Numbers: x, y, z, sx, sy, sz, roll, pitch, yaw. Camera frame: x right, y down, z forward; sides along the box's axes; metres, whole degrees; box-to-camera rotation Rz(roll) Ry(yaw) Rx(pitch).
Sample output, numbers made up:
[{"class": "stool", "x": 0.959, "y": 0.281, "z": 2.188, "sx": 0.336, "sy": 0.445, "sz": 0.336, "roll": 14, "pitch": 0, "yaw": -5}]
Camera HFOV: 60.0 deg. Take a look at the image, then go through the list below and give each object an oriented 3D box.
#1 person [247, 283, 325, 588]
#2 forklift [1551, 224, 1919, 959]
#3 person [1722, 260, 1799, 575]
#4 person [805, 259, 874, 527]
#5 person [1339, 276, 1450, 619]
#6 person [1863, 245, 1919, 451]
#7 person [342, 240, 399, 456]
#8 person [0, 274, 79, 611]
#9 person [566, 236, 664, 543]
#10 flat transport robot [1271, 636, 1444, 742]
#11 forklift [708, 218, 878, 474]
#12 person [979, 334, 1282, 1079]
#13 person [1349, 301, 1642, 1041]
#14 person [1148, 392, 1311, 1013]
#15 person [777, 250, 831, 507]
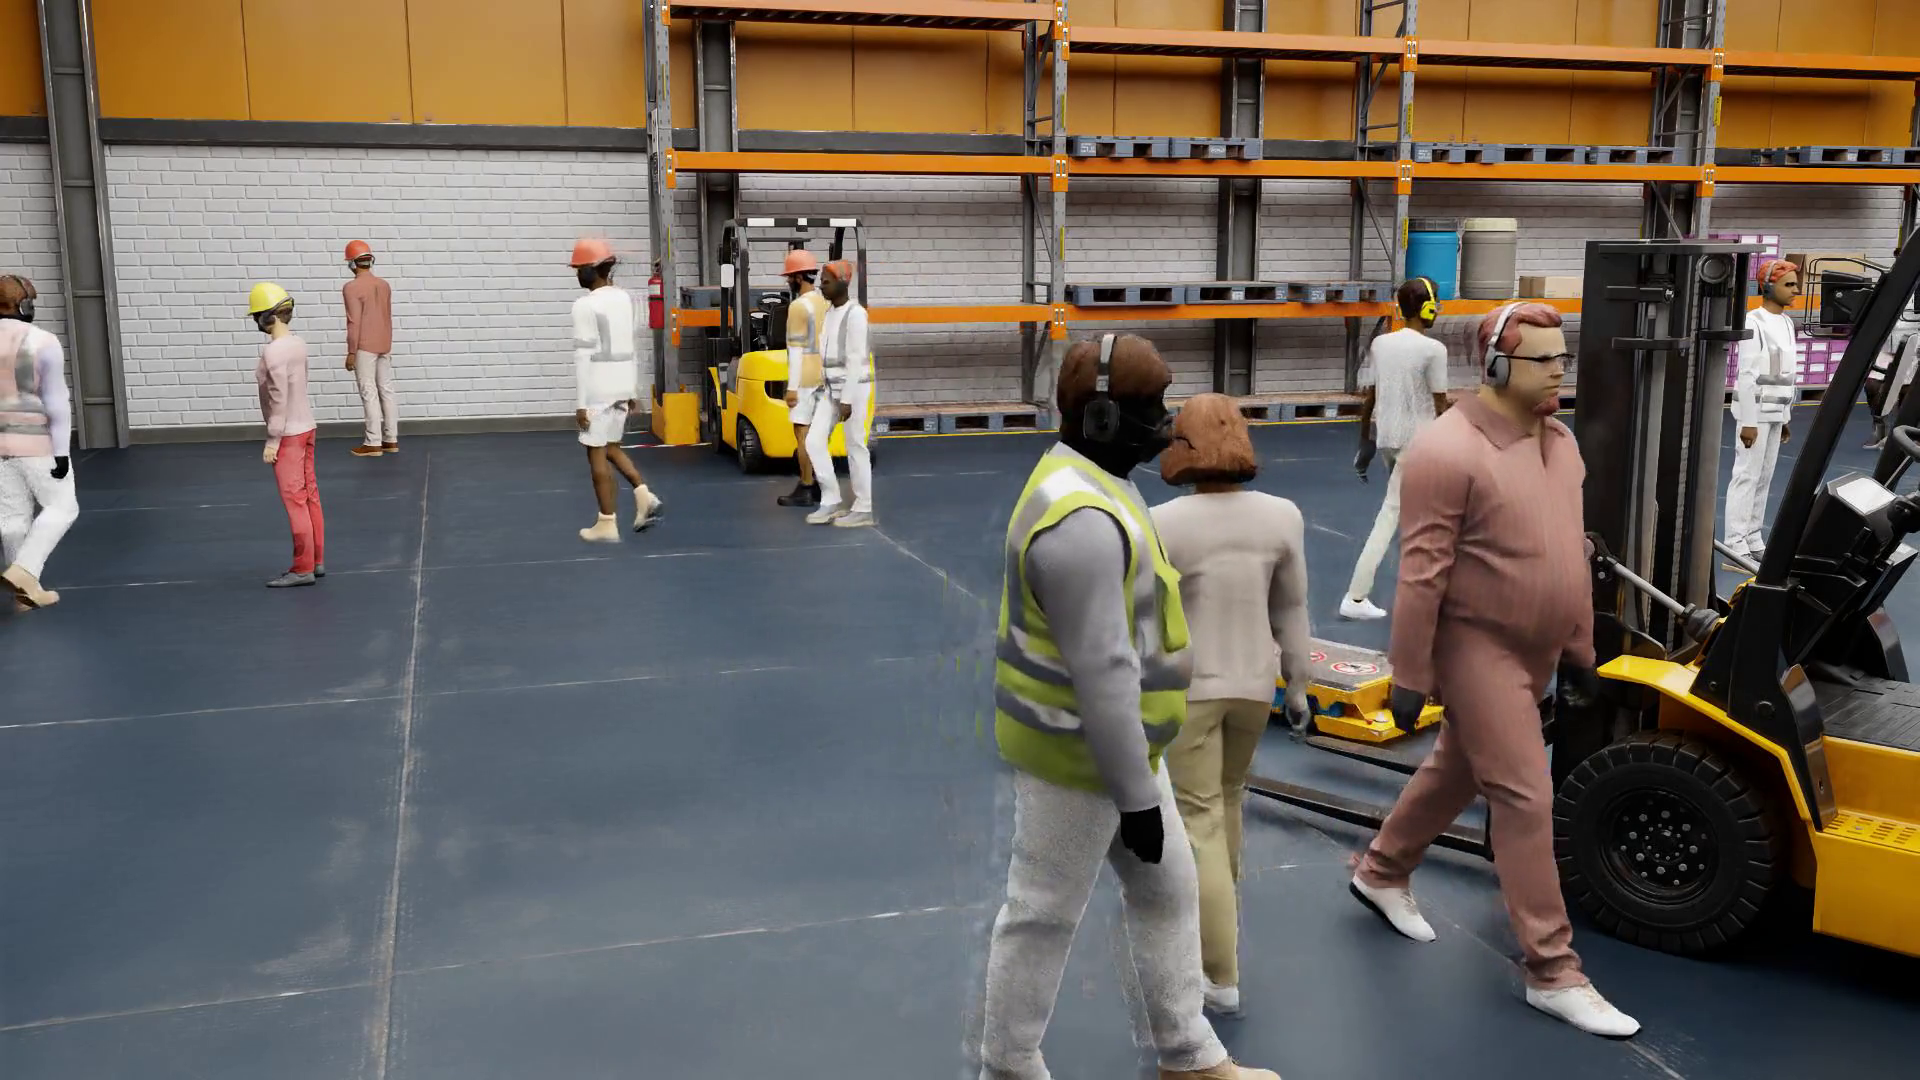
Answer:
[{"class": "person", "x": -3.922, "y": -0.603, "z": 9.656, "sx": 0.328, "sy": 1.760, "sz": 0.523, "roll": -1, "pitch": 10, "yaw": -4}, {"class": "forklift", "x": 2.909, "y": 0.117, "z": 4.508, "sx": 2.313, "sy": 2.155, "sz": 1.214, "roll": 9, "pitch": 14, "yaw": 40}, {"class": "person", "x": 4.860, "y": -0.737, "z": 10.052, "sx": 0.575, "sy": 1.882, "sz": 0.355, "roll": -10, "pitch": 14, "yaw": -44}, {"class": "person", "x": -0.853, "y": -0.996, "z": 11.522, "sx": 0.589, "sy": 1.865, "sz": 0.580, "roll": -6, "pitch": 12, "yaw": -31}, {"class": "person", "x": 2.408, "y": -0.495, "z": 8.913, "sx": 0.996, "sy": 1.815, "sz": 0.557, "roll": -6, "pitch": 12, "yaw": -29}, {"class": "person", "x": 8.776, "y": -1.787, "z": 15.598, "sx": 0.505, "sy": 1.951, "sz": 0.634, "roll": -8, "pitch": 13, "yaw": -37}, {"class": "person", "x": -5.495, "y": -1.773, "z": 15.426, "sx": 0.392, "sy": 1.991, "sz": 0.612, "roll": 3, "pitch": 11, "yaw": 17}, {"class": "person", "x": -5.039, "y": -0.496, "z": 8.896, "sx": 0.632, "sy": 1.829, "sz": 0.520, "roll": 1, "pitch": 10, "yaw": 7}, {"class": "person", "x": -2.319, "y": -0.979, "z": 10.969, "sx": 0.520, "sy": 2.025, "sz": 0.639, "roll": 5, "pitch": 11, "yaw": 25}, {"class": "flat transport robot", "x": 1.401, "y": 0.581, "z": 7.240, "sx": 0.652, "sy": 0.197, "sz": 1.431, "roll": -9, "pitch": 14, "yaw": -42}, {"class": "forklift", "x": -1.522, "y": -1.778, "z": 14.899, "sx": 1.214, "sy": 2.155, "sz": 2.313, "roll": -3, "pitch": 11, "yaw": -17}, {"class": "person", "x": 0.407, "y": 0.466, "z": 3.640, "sx": 0.830, "sy": 1.808, "sz": 0.646, "roll": 2, "pitch": 10, "yaw": 9}, {"class": "person", "x": 1.433, "y": 0.290, "z": 4.490, "sx": 0.659, "sy": 1.865, "sz": 0.977, "roll": -9, "pitch": 13, "yaw": -39}, {"class": "person", "x": 0.639, "y": 0.408, "z": 4.495, "sx": 0.524, "sy": 1.607, "sz": 0.677, "roll": -3, "pitch": 11, "yaw": -17}, {"class": "person", "x": -1.166, "y": -1.210, "z": 12.533, "sx": 0.378, "sy": 1.927, "sz": 0.546, "roll": 4, "pitch": 11, "yaw": 22}]
